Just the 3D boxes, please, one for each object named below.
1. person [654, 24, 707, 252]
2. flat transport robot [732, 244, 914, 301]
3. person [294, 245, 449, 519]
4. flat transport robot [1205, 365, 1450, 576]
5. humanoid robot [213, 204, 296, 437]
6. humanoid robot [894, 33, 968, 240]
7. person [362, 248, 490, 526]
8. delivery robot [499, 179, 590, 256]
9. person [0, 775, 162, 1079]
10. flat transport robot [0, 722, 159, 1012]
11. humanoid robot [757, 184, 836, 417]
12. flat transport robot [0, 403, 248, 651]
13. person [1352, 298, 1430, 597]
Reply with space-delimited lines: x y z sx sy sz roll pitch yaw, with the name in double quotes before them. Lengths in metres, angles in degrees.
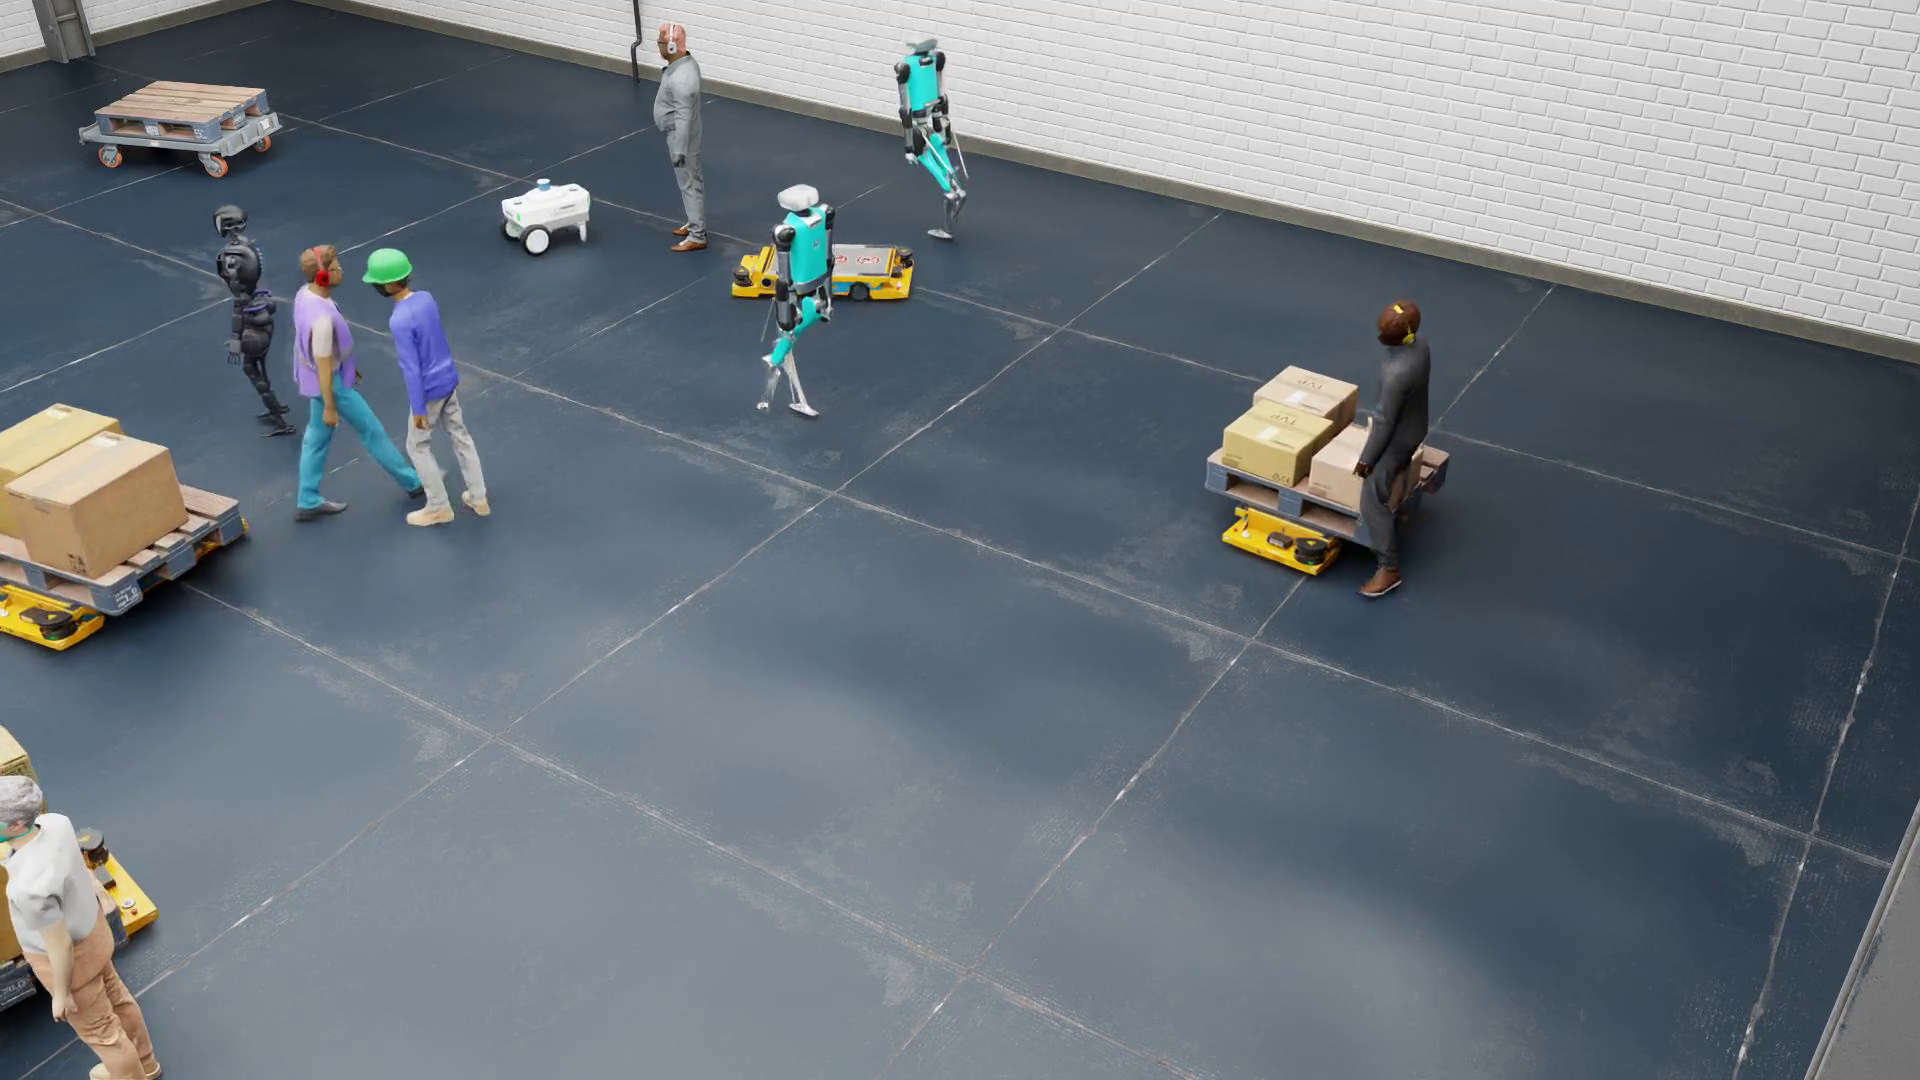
"person" -2.351 -3.384 14.009 0.413 1.908 0.638 -2 33 -4
"flat transport robot" -1.117 -2.207 13.690 1.431 0.231 0.659 1 33 2
"person" -3.839 -0.983 10.367 0.965 1.792 0.572 -17 37 -25
"flat transport robot" 2.323 -0.251 10.647 0.659 0.231 1.431 22 39 31
"humanoid robot" -4.790 -1.458 11.219 0.351 1.655 0.599 -5 33 -8
"humanoid robot" -0.156 -3.329 14.113 0.706 1.825 0.530 27 41 35
"person" -3.300 -0.937 10.271 0.559 1.842 0.520 6 33 9
"delivery robot" -3.581 -2.804 14.360 0.772 0.601 0.525 -23 39 -31
"person" -3.438 1.588 6.414 0.312 1.749 0.491 -10 34 -14
"flat transport robot" -4.427 1.834 7.403 0.659 0.231 1.431 28 42 36
"humanoid robot" -1.227 -1.583 11.459 0.768 1.895 0.553 22 39 31
"flat transport robot" -5.084 0.148 10.026 0.659 0.231 1.431 14 35 20
"person" 2.545 -0.562 9.676 0.370 1.848 0.669 17 37 25
